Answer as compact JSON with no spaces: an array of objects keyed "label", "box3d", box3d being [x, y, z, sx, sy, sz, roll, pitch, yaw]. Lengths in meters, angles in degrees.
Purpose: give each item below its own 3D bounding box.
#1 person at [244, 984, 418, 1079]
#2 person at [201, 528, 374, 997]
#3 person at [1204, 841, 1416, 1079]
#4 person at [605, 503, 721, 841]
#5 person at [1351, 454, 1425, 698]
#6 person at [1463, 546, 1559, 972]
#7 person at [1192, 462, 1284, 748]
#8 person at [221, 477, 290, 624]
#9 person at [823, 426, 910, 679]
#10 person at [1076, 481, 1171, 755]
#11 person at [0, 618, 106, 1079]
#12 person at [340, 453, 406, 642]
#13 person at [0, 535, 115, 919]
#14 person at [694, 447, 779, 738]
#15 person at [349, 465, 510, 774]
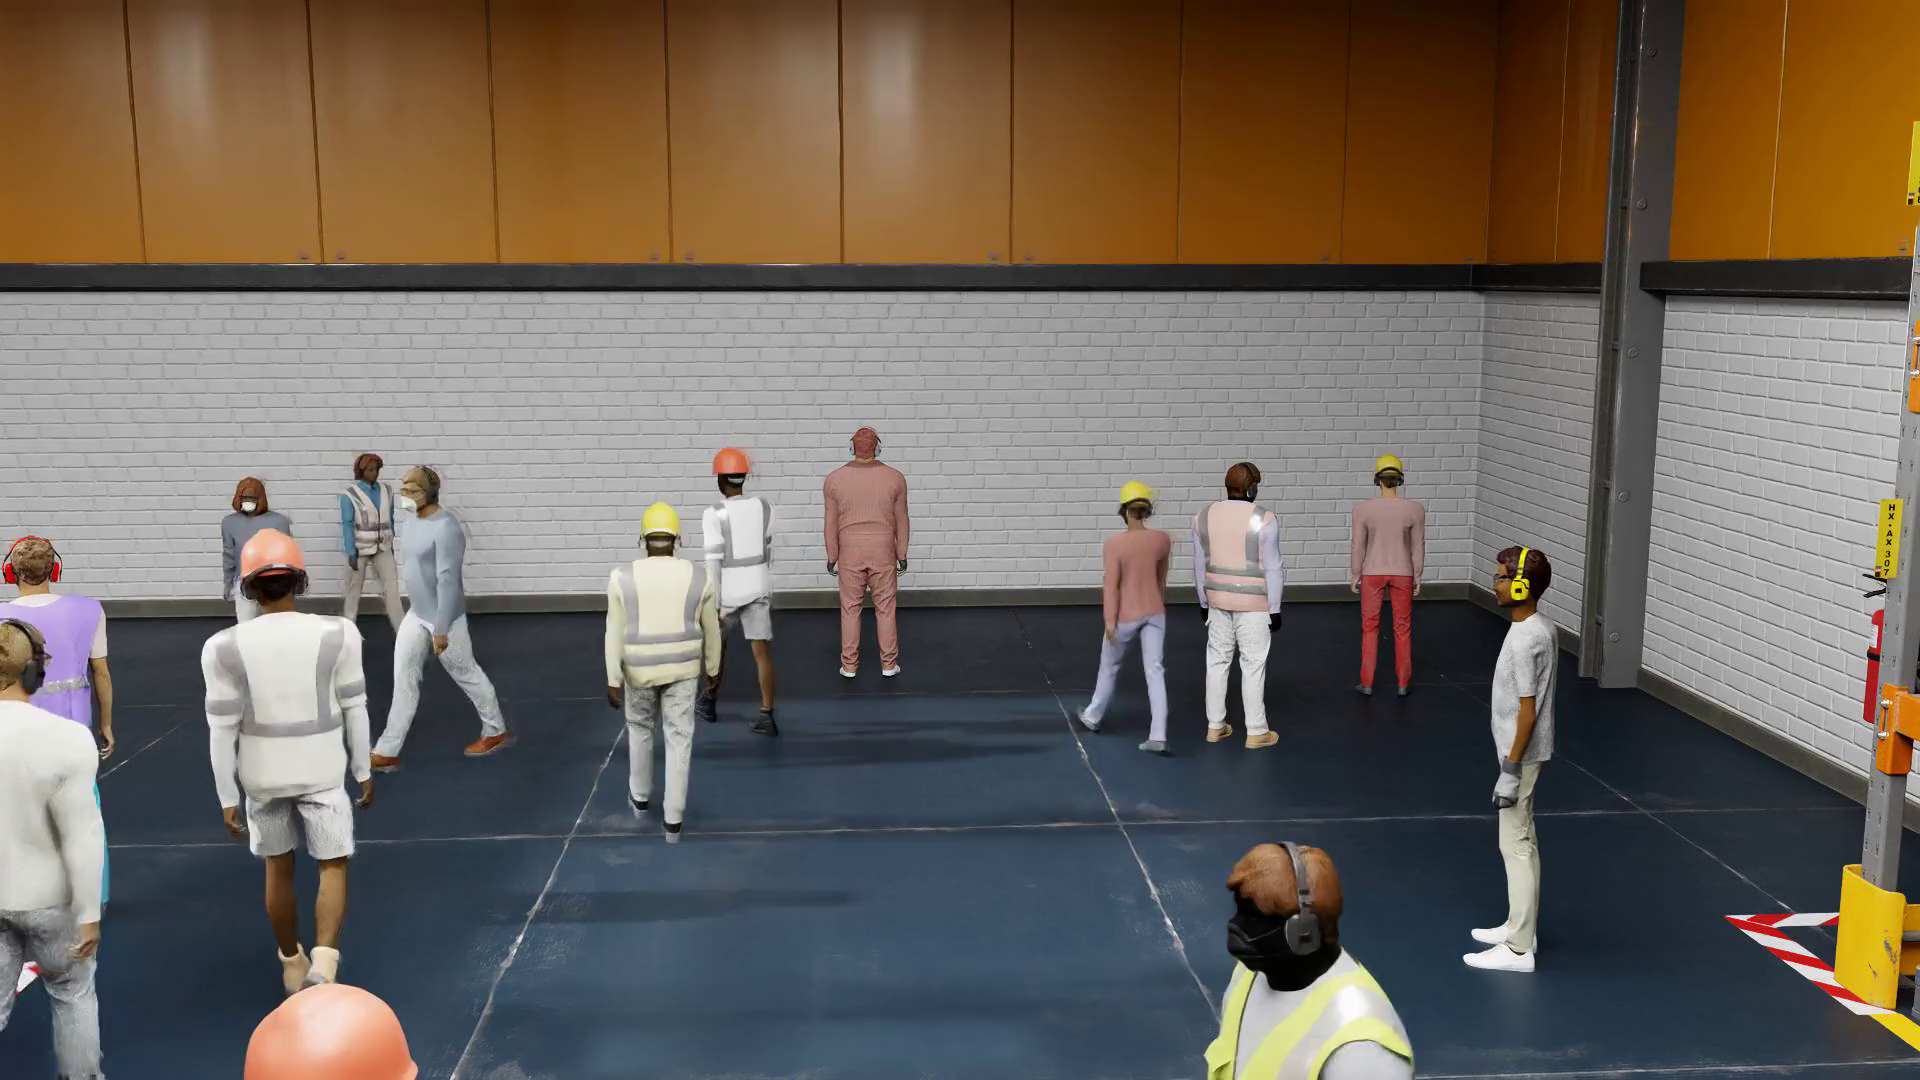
[{"label":"person","box3d":[-0.979,1.644,2.712,0.542,1.939,0.363,2,9,14]},{"label":"person","box3d":[-2.707,0.963,6.732,0.617,2.023,0.850,-3,9,-16]},{"label":"person","box3d":[0.744,1.549,3.659,0.431,1.835,0.632,-2,9,-13]},{"label":"person","box3d":[-1.633,0.687,9.145,0.629,1.799,0.817,-2,9,-13]},{"label":"person","box3d":[3.066,0.260,11.962,0.522,1.763,0.319,1,9,8]},{"label":"person","box3d":[2.423,0.949,7.278,0.320,1.876,0.533,4,10,25]},{"label":"person","box3d":[1.810,0.416,10.729,0.619,1.845,0.430,7,11,37]},{"label":"person","box3d":[-5.118,0.306,12.203,0.541,1.594,0.804,-1,9,-3]},{"label":"person","box3d":[-0.700,0.101,12.504,0.642,1.909,0.408,-1,9,-4]},{"label":"person","box3d":[1.100,0.480,10.708,0.539,1.713,0.892,-4,10,-24]},{"label":"person","box3d":[-3.171,1.210,5.547,0.632,1.911,0.859,-1,9,-3]},{"label":"person","box3d":[-4.806,0.086,13.578,0.882,1.585,0.539,7,11,36]},{"label":"person","box3d":[-4.216,0.896,7.696,0.571,1.845,0.382,-9,12,-43]},{"label":"person","box3d":[-1.518,0.330,11.100,0.567,1.894,0.958,-7,11,-36]},{"label":"person","box3d":[-3.243,0.477,10.230,0.653,1.884,1.043,9,12,43]}]
